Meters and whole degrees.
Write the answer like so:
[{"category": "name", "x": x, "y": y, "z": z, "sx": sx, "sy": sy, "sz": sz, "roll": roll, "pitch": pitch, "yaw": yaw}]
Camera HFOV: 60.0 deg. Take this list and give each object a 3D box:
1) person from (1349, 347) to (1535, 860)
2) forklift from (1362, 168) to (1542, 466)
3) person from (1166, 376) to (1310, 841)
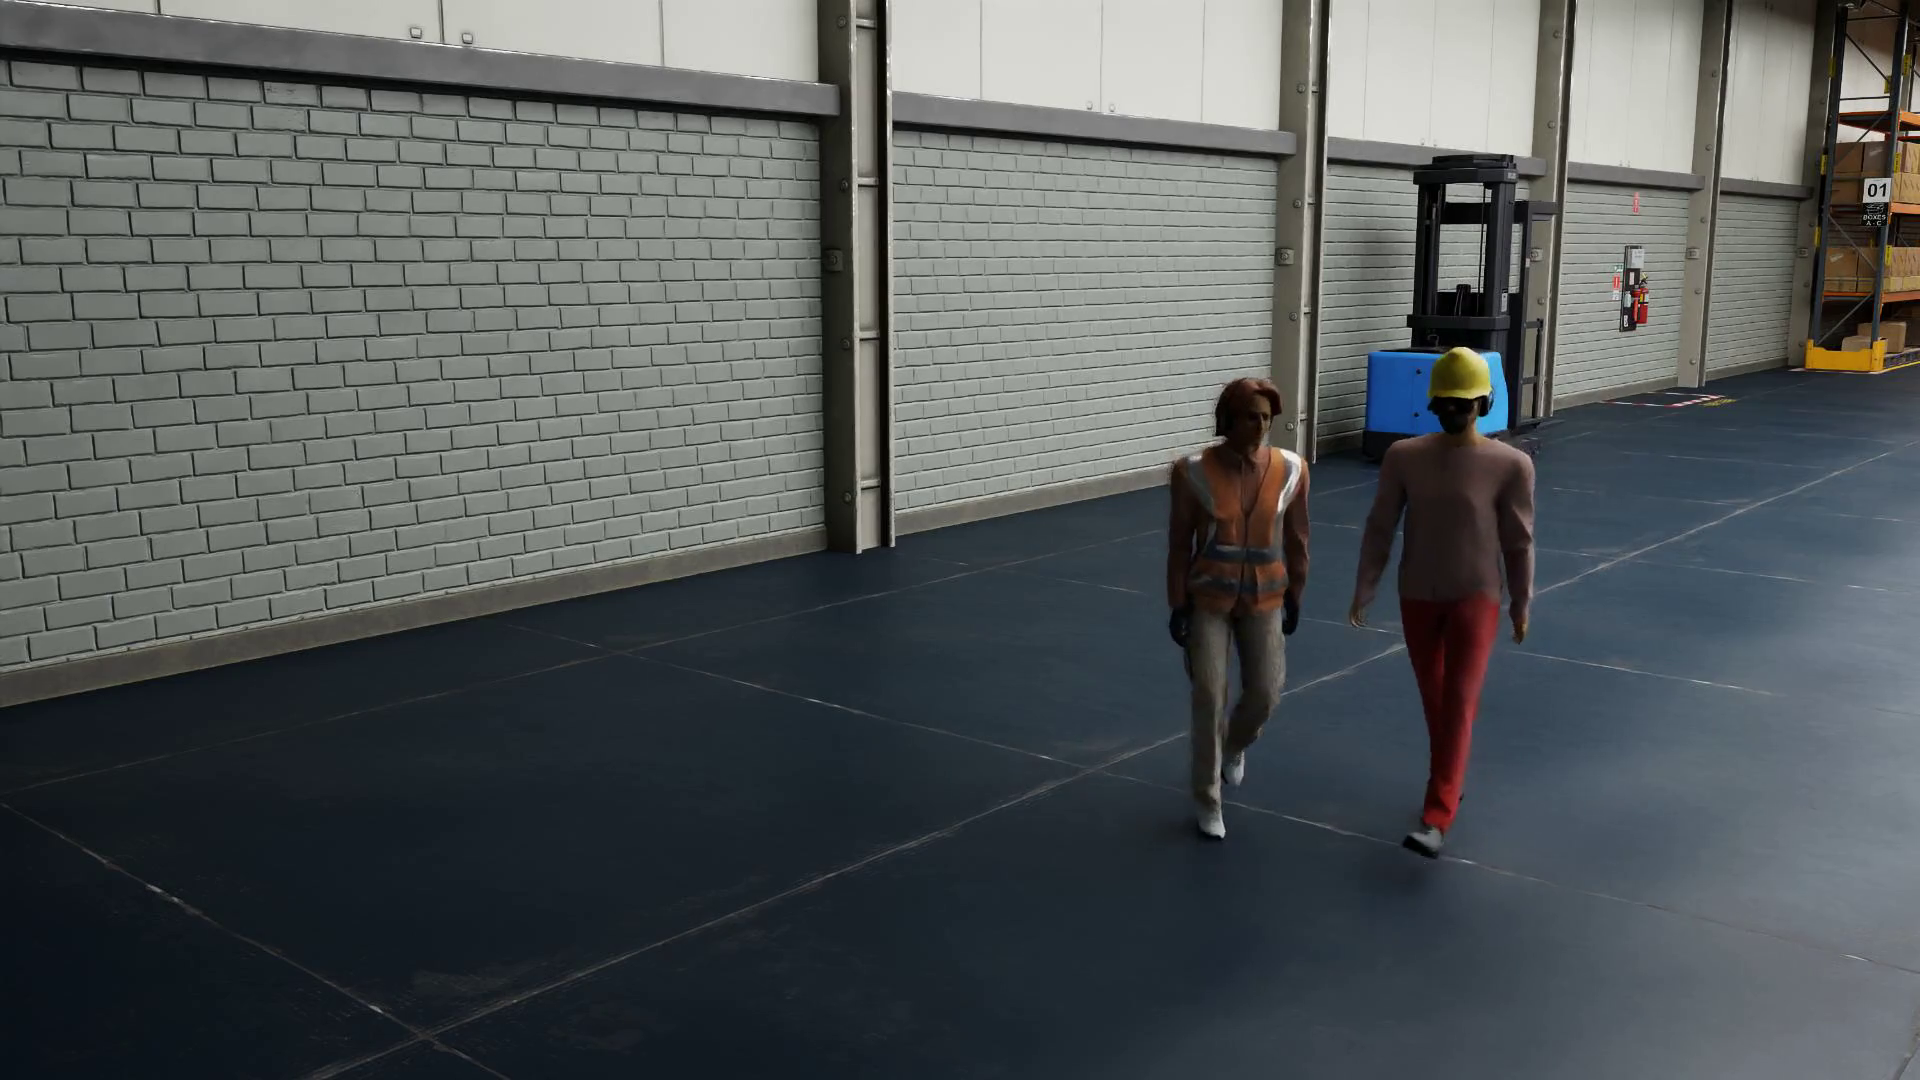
[{"category": "person", "x": 1.644, "y": 0.206, "z": 5.698, "sx": 0.545, "sy": 1.717, "sz": 0.916, "roll": 7, "pitch": 12, "yaw": 35}, {"category": "forklift", "x": 4.875, "y": -2.212, "z": 16.287, "sx": 1.129, "sy": 2.768, "sz": 1.873, "roll": 8, "pitch": 13, "yaw": 40}, {"category": "person", "x": 0.969, "y": 0.219, "z": 5.916, "sx": 0.510, "sy": 1.625, "sz": 0.470, "roll": 0, "pitch": 10, "yaw": -2}]
